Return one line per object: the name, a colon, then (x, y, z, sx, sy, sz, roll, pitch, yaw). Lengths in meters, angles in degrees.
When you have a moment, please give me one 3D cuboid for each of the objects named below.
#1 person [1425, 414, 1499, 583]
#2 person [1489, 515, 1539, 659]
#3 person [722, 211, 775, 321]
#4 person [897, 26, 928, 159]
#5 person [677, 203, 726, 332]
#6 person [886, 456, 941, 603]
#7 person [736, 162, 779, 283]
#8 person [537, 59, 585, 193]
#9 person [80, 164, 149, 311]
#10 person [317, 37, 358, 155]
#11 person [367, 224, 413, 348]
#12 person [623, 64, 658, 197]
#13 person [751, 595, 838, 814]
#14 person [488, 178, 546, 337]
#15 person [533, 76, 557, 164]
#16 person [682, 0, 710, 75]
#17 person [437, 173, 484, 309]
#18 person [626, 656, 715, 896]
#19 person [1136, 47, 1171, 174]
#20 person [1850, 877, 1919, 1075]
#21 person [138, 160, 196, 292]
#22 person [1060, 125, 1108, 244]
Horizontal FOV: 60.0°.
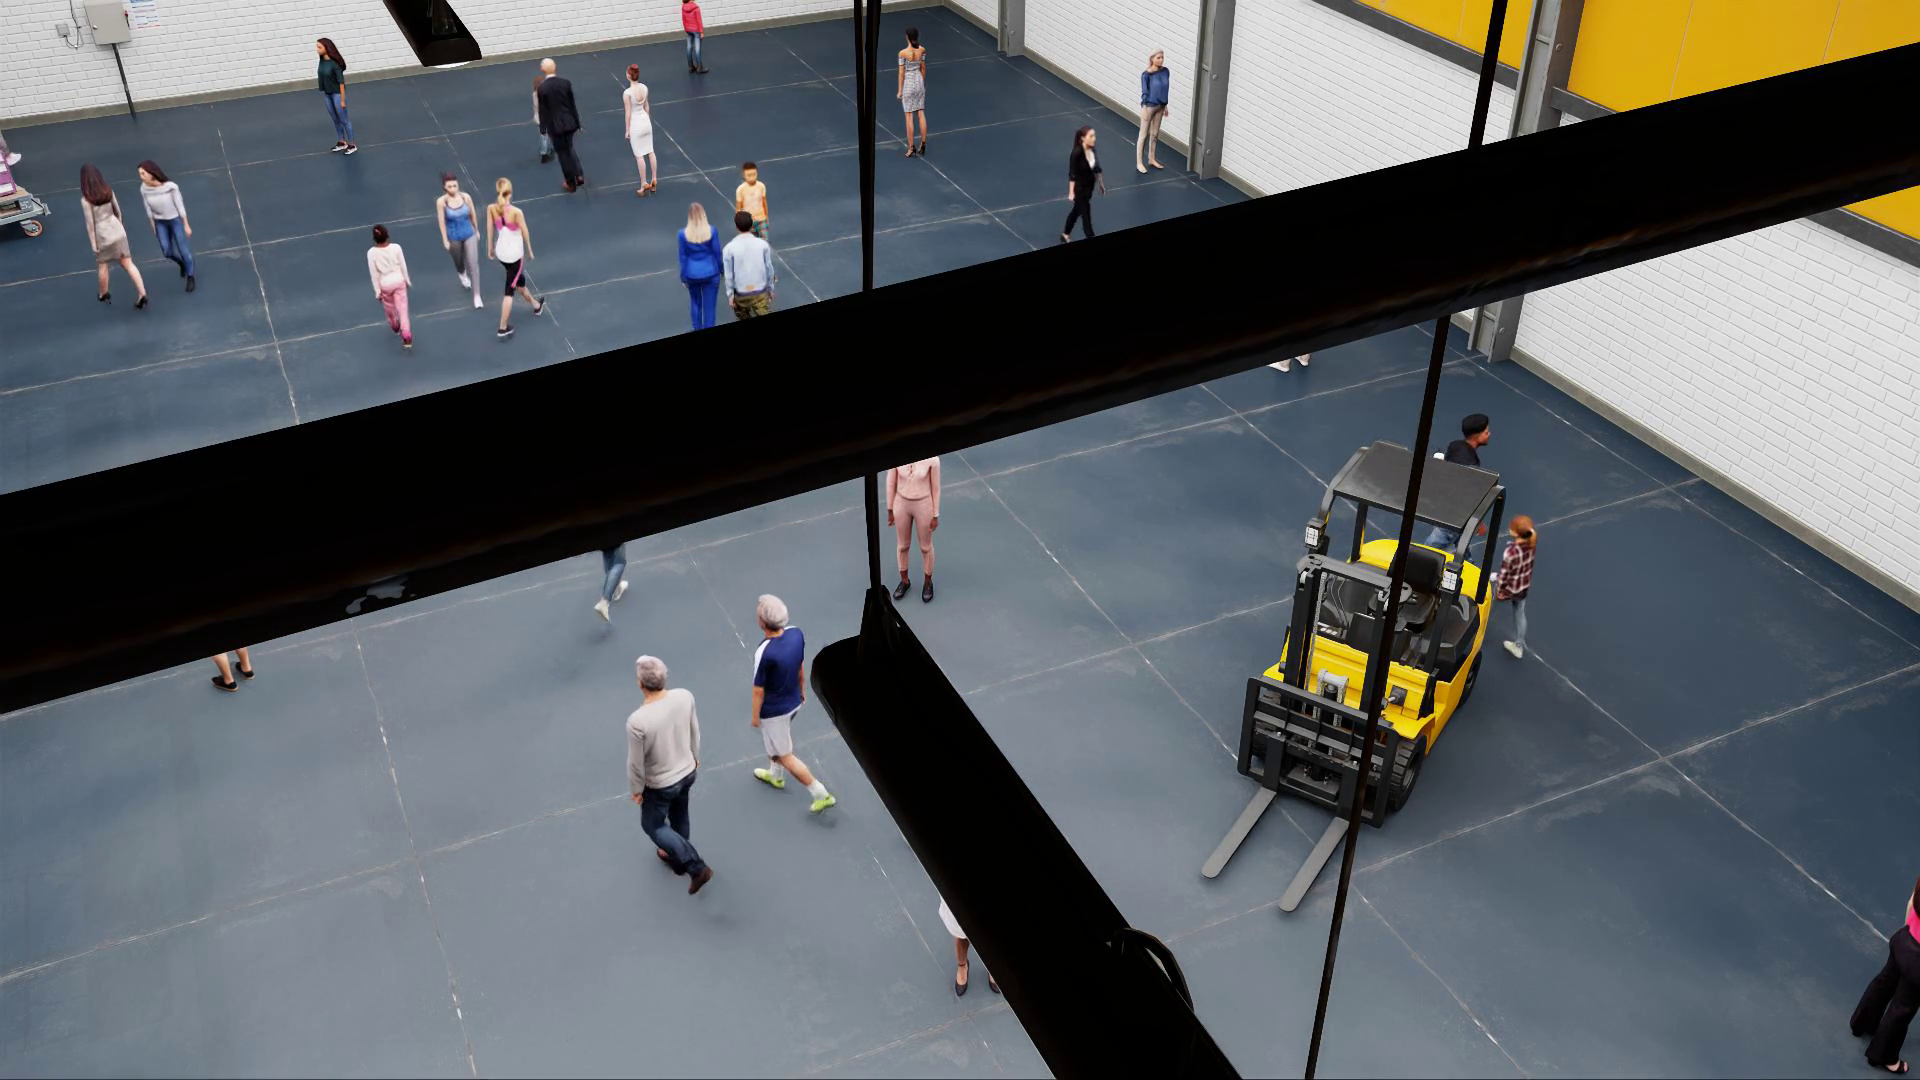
person: (4.105, -0.255, 14.225, 1.128, 1.772, 1.191, 4, 34, 6)
person: (4.599, 0.404, 13.686, 0.526, 1.271, 0.878, -14, 36, -20)
person: (-2.225, -2.608, 17.746, 0.766, 1.793, 1.052, -10, 35, -15)
person: (-0.654, -6.254, 23.205, 0.629, 1.822, 0.566, -20, 39, -27)
person: (-2.822, -2.828, 18.176, 0.772, 1.683, 0.858, 0, 34, 0)
person: (-0.391, -0.256, 14.270, 0.701, 1.722, 0.726, 6, 34, 8)
person: (-2.489, -3.840, 19.907, 0.561, 1.451, 0.726, -13, 36, -19)
person: (-5.262, -5.453, 22.036, 0.767, 1.781, 0.758, -20, 38, -27)
person: (-9.671, -3.415, 19.048, 1.113, 1.694, 1.017, 15, 36, 21)
person: (-8.788, -6.260, 23.399, 0.687, 1.617, 0.770, 20, 39, 27)
person: (-6.257, -2.793, 18.368, 0.589, 1.411, 1.007, -13, 36, -19)
person: (-4.225, -5.422, 21.981, 0.618, 1.790, 0.638, 26, 41, 33)
person: (-1.239, 1.223, 11.970, 1.170, 1.806, 1.028, 17, 37, 24)
person: (-5.052, -3.090, 18.529, 1.111, 1.728, 1.156, 11, 35, 16)
person: (-5.845, -5.849, 23.176, 0.694, 1.180, 0.720, 23, 40, 30)
person: (-4.244, -8.085, 26.415, 0.580, 1.318, 0.657, 17, 37, 24)
person: (-5.800, -3.528, 19.330, 0.627, 1.571, 1.080, -12, 35, -17)
person: (-1.938, 1.635, 11.268, 1.090, 1.896, 0.965, 25, 41, 33)
person: (2.640, -5.911, 22.802, 0.647, 1.697, 0.615, -21, 39, -28)
person: (5.832, 2.538, 10.123, 0.726, 1.660, 0.623, 4, 34, 6)
person: (-9.284, -3.743, 19.609, 0.758, 1.620, 0.797, -5, 34, -7)
person: (1.440, -4.306, 20.456, 1.139, 1.620, 0.909, 24, 40, 31)
